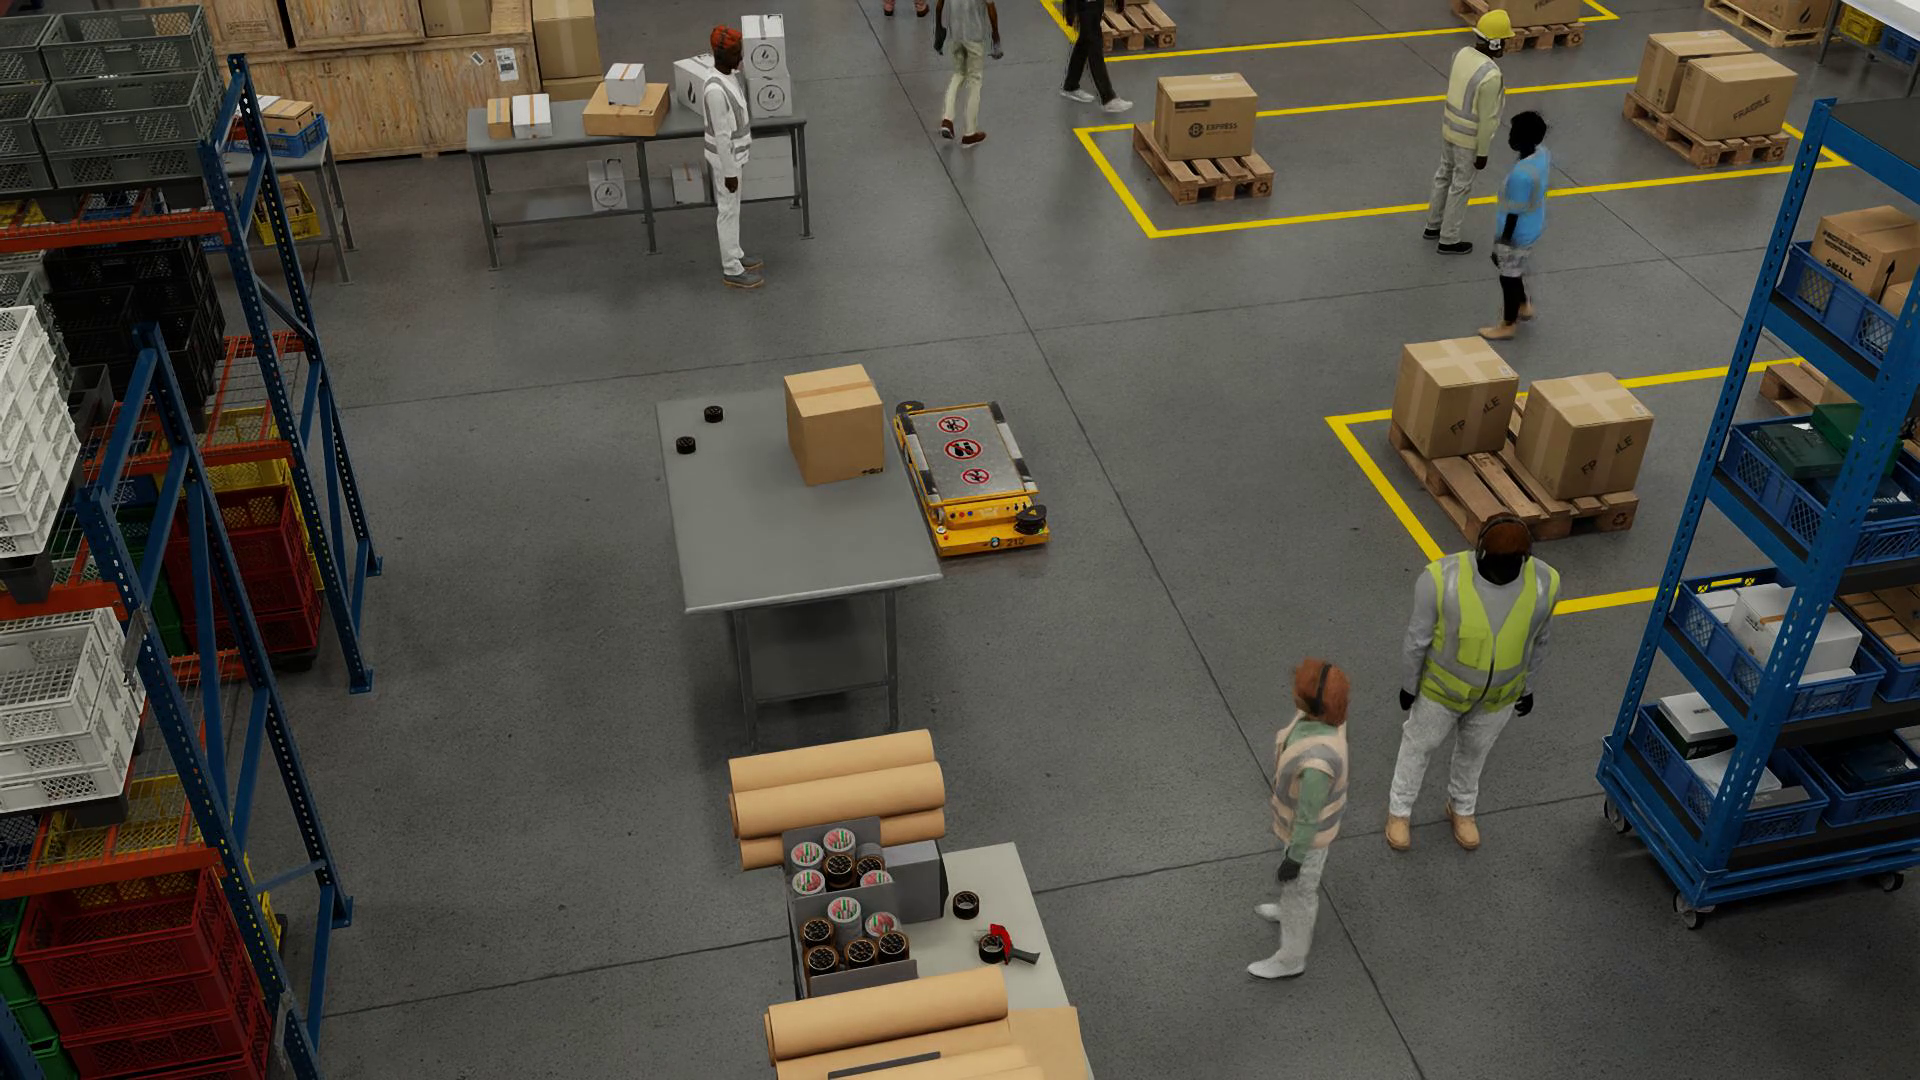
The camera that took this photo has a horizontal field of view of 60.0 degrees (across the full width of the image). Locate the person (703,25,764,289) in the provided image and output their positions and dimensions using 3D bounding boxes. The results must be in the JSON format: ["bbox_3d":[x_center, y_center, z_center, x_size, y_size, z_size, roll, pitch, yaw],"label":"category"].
[{"bbox_3d":[-1.633,-2.725,11.851,0.354,1.884,0.573,-2,37,-3],"label":"person"}]

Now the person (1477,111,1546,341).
[{"bbox_3d":[3.742,-2.083,11.159,0.394,1.672,0.557,13,39,17],"label":"person"}]

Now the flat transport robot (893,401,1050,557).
[{"bbox_3d":[0.046,-0.430,10.108,0.652,0.197,1.431,-8,37,-10],"label":"flat transport robot"}]

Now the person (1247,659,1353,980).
[{"bbox_3d":[1.416,1.150,6.847,0.311,1.640,0.529,6,37,8],"label":"person"}]

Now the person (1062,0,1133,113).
[{"bbox_3d":[1.255,-4.695,14.493,0.809,1.885,0.620,21,42,26],"label":"person"}]

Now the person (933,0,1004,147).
[{"bbox_3d":[0.056,-4.175,13.832,0.574,1.840,0.448,21,42,26],"label":"person"}]

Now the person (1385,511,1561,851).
[{"bbox_3d":[2.255,0.643,7.360,0.625,1.843,0.430,1,37,1],"label":"person"}]

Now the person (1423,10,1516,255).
[{"bbox_3d":[3.763,-3.002,12.277,0.404,1.824,0.595,-8,37,-10],"label":"person"}]

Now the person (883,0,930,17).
[{"bbox_3d":[-0.557,-6.174,16.480,0.650,1.900,0.398,5,37,6],"label":"person"}]
